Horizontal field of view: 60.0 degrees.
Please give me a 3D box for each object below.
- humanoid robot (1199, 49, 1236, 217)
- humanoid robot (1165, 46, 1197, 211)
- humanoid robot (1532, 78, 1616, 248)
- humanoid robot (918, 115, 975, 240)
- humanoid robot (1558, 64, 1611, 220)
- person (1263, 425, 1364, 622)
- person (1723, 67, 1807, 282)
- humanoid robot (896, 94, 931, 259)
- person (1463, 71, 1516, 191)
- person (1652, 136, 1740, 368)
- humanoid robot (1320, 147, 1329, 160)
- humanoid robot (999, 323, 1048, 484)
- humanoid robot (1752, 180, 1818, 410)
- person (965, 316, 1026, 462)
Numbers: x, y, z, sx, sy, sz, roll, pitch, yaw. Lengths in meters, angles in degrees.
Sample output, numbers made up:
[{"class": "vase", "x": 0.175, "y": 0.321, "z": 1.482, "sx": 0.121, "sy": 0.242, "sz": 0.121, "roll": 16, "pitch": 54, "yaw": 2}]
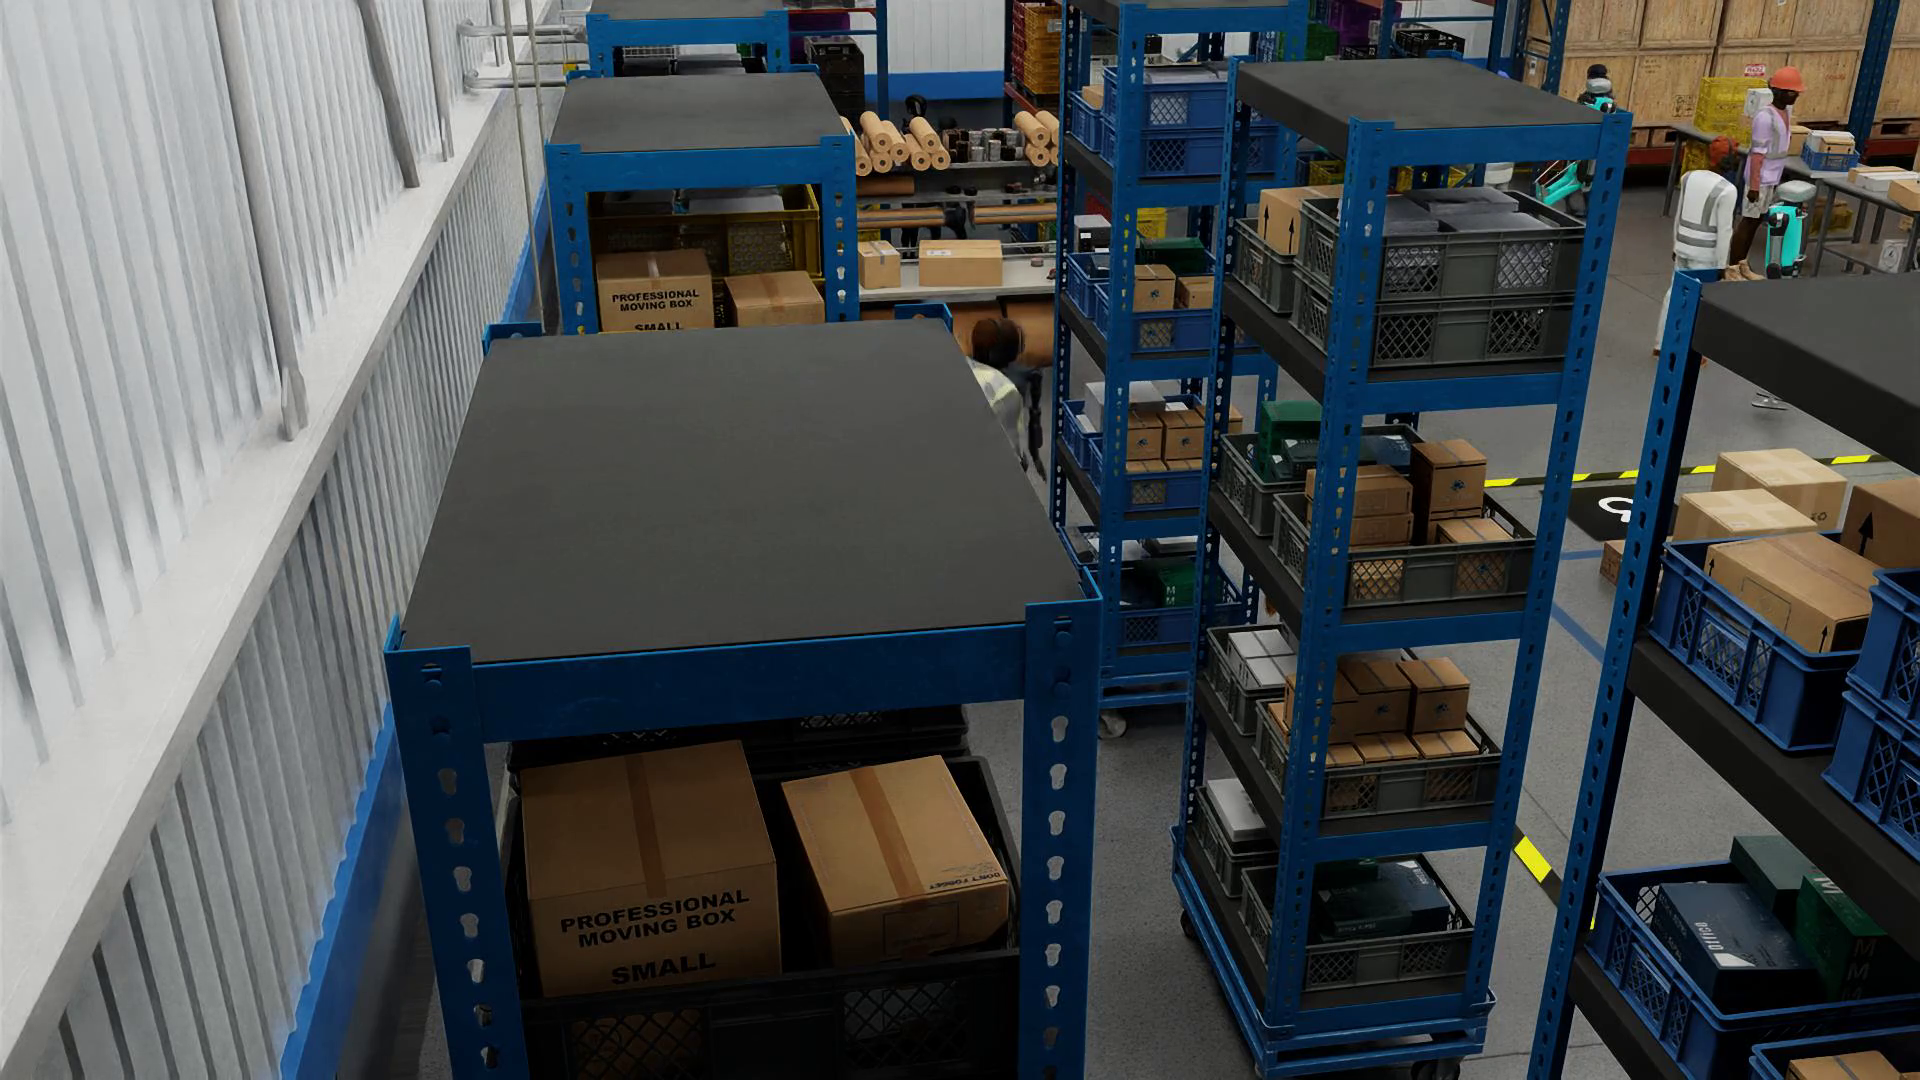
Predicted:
[{"class": "humanoid robot", "x": 2.684, "y": -4.375, "z": 18.026, "sx": 0.638, "sy": 1.775, "sz": 0.533, "roll": -22, "pitch": 32, "yaw": -39}, {"class": "humanoid robot", "x": 2.287, "y": -4.481, "z": 18.317, "sx": 0.679, "sy": 1.834, "sz": 0.534, "roll": -7, "pitch": 26, "yaw": -15}, {"class": "humanoid robot", "x": 5.973, "y": -3.686, "z": 16.431, "sx": 0.742, "sy": 1.693, "sz": 0.533, "roll": -2, "pitch": 25, "yaw": -4}, {"class": "humanoid robot", "x": -0.151, "y": -3.096, "z": 15.389, "sx": 0.594, "sy": 1.651, "sz": 0.551, "roll": 8, "pitch": 26, "yaw": 17}, {"class": "humanoid robot", "x": 6.755, "y": -4.299, "z": 17.960, "sx": 0.601, "sy": 1.643, "sz": 0.457, "roll": -16, "pitch": 29, "yaw": -31}, {"class": "person", "x": 1.732, "y": 0.202, "z": 7.964, "sx": 0.596, "sy": 1.852, "sz": 0.361, "roll": -4, "pitch": 25, "yaw": -9}, {"class": "person", "x": 7.513, "y": -3.364, "z": 15.491, "sx": 0.387, "sy": 2.040, "sz": 0.613, "roll": 19, "pitch": 31, "yaw": 36}, {"class": "humanoid robot", "x": -0.437, "y": -3.501, "z": 16.206, "sx": 0.315, "sy": 1.657, "sz": 0.599, "roll": 9, "pitch": 26, "yaw": 20}, {"class": "person", "x": 5.021, "y": -3.457, "z": 15.804, "sx": 0.602, "sy": 1.949, "sz": 0.387, "roll": -13, "pitch": 28, "yaw": -27}, {"class": "person", "x": 5.950, "y": -2.304, "z": 13.386, "sx": 0.360, "sy": 1.879, "sz": 0.580, "roll": -8, "pitch": 26, "yaw": -17}, {"class": "humanoid robot", "x": 4.328, "y": -4.525, "z": 18.367, "sx": 1.014, "sy": 1.712, "sz": 0.568, "roll": 17, "pitch": 30, "yaw": 32}, {"class": "humanoid robot", "x": 0.209, "y": -0.497, "z": 9.697, "sx": 0.602, "sy": 1.635, "sz": 0.379, "roll": -11, "pitch": 27, "yaw": -23}, {"class": "humanoid robot", "x": 6.216, "y": -1.766, "z": 12.220, "sx": 0.735, "sy": 1.677, "sz": 0.533, "roll": 17, "pitch": 30, "yaw": 33}, {"class": "person", "x": 0.099, "y": -0.347, "z": 9.203, "sx": 0.557, "sy": 1.822, "sz": 0.636, "roll": -16, "pitch": 29, "yaw": -32}]
